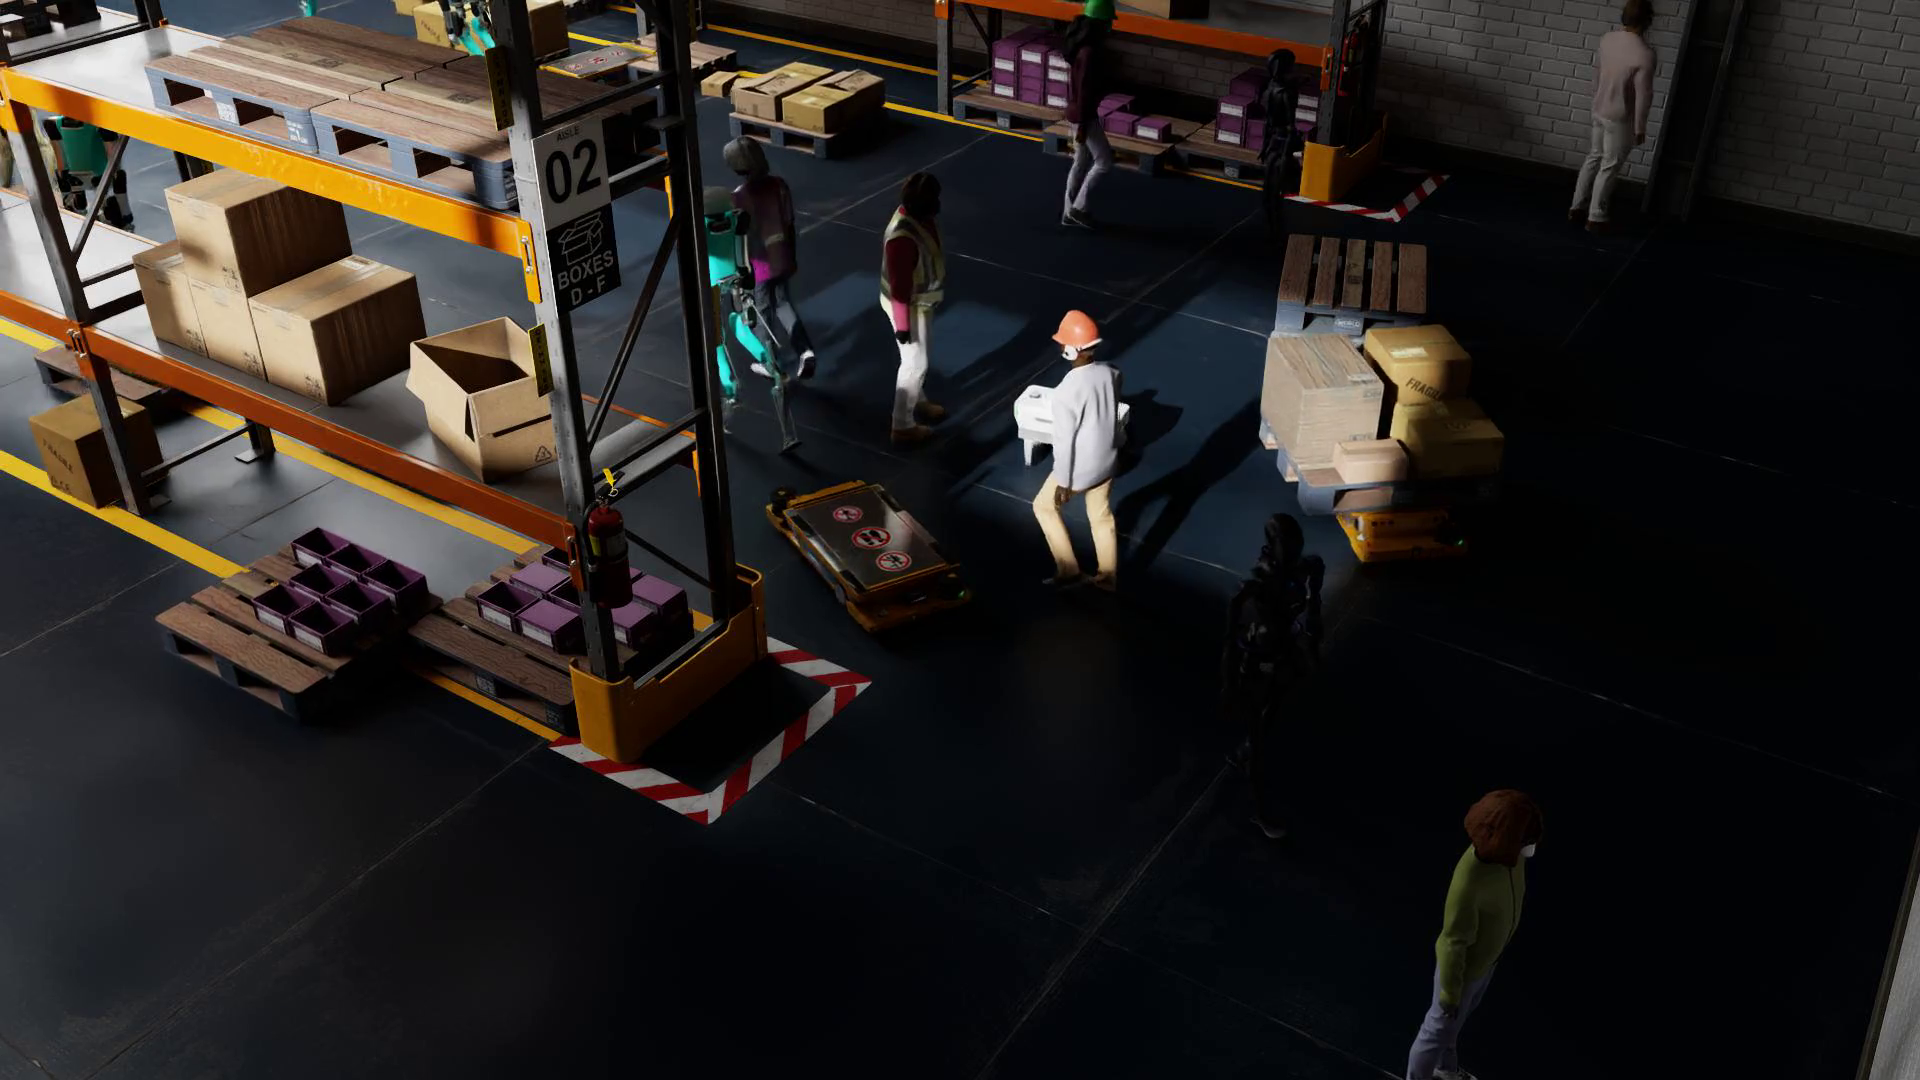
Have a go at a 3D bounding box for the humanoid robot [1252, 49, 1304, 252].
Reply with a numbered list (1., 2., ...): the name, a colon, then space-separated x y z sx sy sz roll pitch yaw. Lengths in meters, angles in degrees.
1. humanoid robot: 2.577 -3.131 13.403 0.315 1.648 0.596 -6 33 -9

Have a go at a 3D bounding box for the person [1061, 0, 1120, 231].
1. person: 1.076 -3.511 13.748 0.499 1.925 0.518 0 33 0

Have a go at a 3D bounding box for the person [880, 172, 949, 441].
1. person: -0.291 -1.529 10.804 0.436 1.824 0.654 5 33 7

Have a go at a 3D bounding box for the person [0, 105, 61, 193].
1. person: -8.232 -3.705 14.251 0.875 1.691 0.619 2 33 2

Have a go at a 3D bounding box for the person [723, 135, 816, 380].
1. person: -1.303 -1.866 11.324 0.529 1.826 0.593 -25 40 -33

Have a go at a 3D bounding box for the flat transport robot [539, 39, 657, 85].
1. flat transport robot: -3.752 -4.960 17.496 0.659 0.231 1.431 24 40 32

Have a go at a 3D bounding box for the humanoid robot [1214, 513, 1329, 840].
1. humanoid robot: 1.483 0.596 7.686 0.611 1.638 0.679 -17 37 -25

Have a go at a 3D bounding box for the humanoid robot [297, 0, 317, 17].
1. humanoid robot: -6.979 -5.974 17.766 1.039 1.767 0.541 24 40 32

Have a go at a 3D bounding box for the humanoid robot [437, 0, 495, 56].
1. humanoid robot: -4.692 -5.018 16.213 0.752 1.749 0.535 22 39 30

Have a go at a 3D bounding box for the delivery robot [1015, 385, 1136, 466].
1. delivery robot: 0.749 -0.722 10.738 0.785 0.614 0.522 14 36 20

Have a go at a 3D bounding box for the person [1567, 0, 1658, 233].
1. person: 5.396 -3.472 13.692 0.387 1.929 0.664 -9 34 -14

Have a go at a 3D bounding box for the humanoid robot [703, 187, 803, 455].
1. humanoid robot: -1.335 -1.306 10.584 0.541 1.785 1.025 -28 42 -36

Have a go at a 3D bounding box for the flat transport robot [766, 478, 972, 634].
1. flat transport robot: -0.561 0.040 9.812 0.659 0.231 1.431 -17 37 -24

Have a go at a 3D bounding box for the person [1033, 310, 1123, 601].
1. person: 0.688 -0.437 9.214 0.516 1.719 0.569 27 42 35

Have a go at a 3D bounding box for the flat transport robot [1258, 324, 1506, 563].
1. flat transport robot: 2.587 -0.336 10.390 0.659 0.231 1.431 -5 33 -7

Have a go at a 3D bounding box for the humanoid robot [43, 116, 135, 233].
1. humanoid robot: -6.322 -2.256 11.987 0.597 1.768 0.880 6 33 9

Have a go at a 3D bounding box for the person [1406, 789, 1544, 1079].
1. person: 1.918 1.565 6.214 0.274 1.632 0.506 24 40 32
